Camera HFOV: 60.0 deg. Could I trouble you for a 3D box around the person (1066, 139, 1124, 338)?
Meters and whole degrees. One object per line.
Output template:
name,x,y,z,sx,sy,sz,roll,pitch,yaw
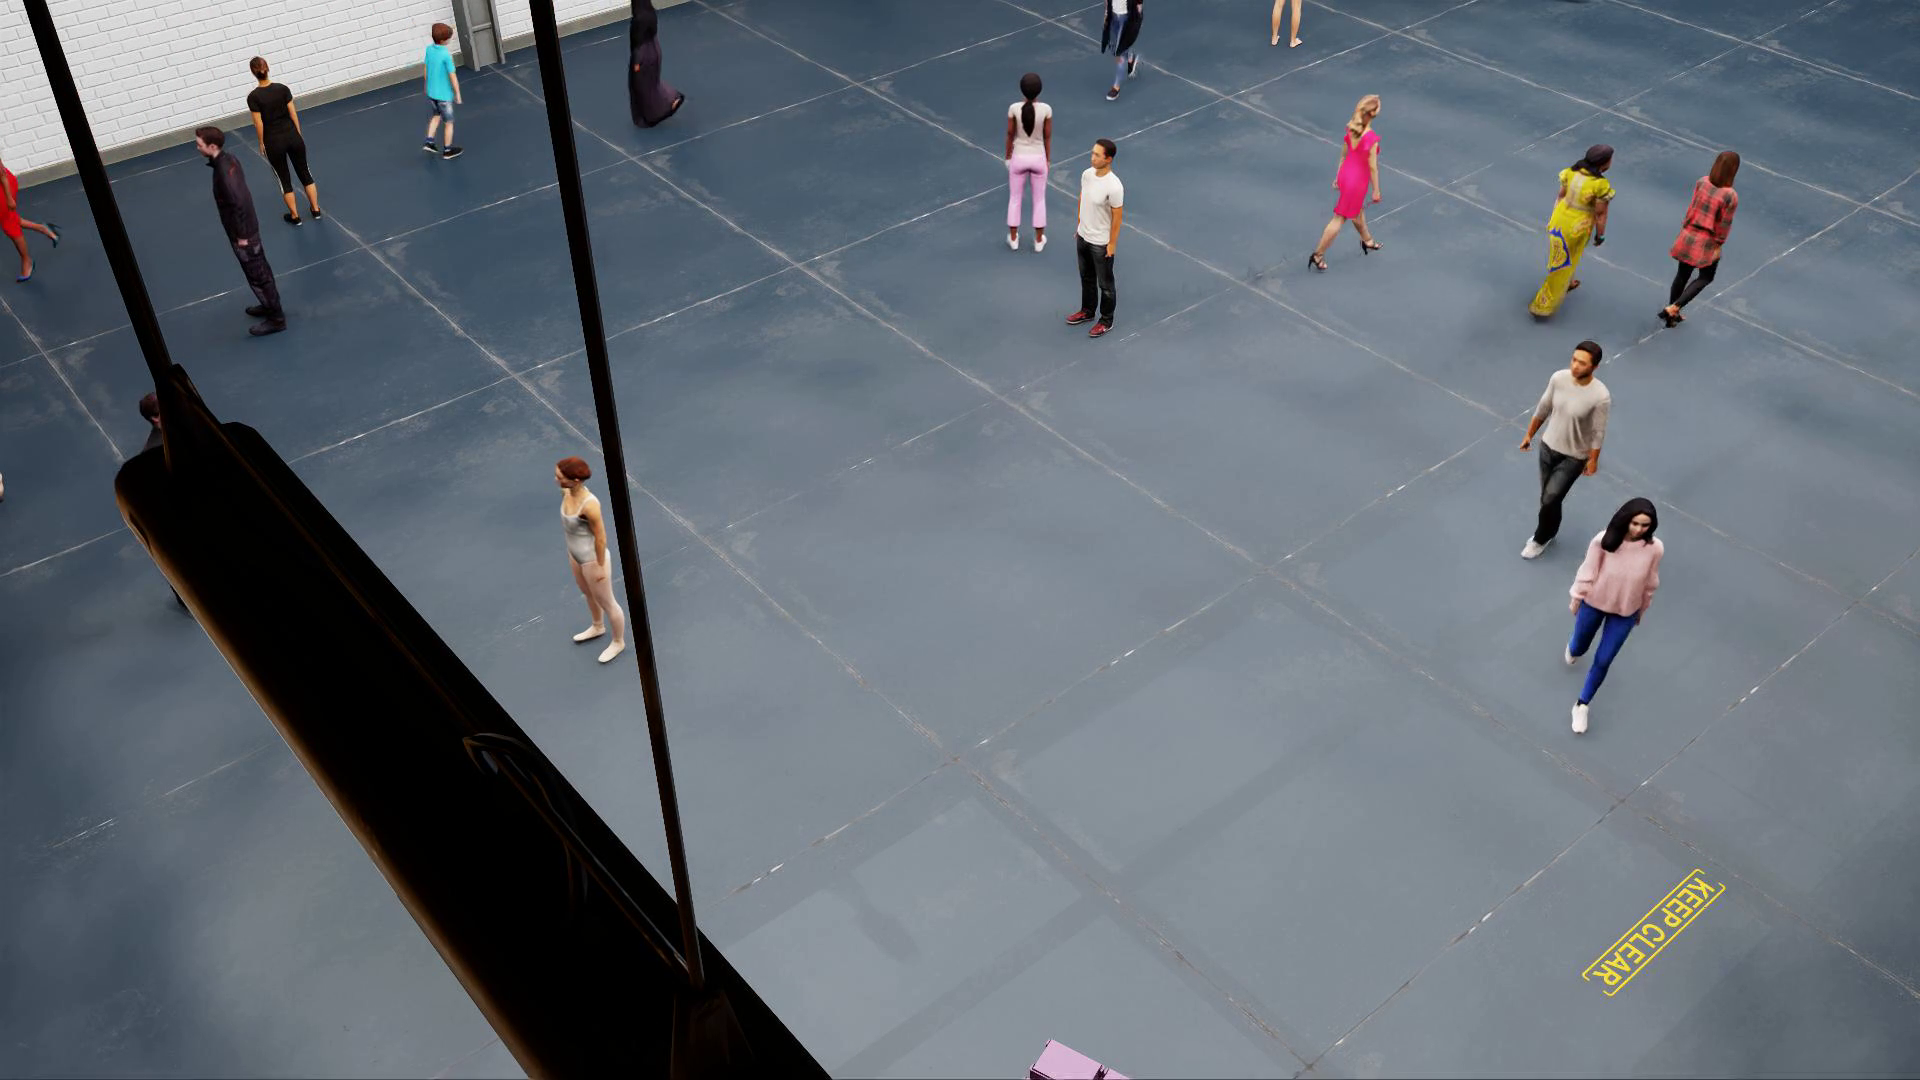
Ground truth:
person,1.209,-2.645,14.463,0.521,1.804,0.630,-27,46,-29

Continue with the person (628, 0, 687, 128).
person,-3.293,-5.199,17.819,0.943,1.607,0.866,2,39,2

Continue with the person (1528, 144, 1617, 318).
person,5.344,-2.690,14.665,1.078,1.624,0.888,-23,44,-26

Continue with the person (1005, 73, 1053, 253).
person,0.649,-3.553,15.653,0.666,1.739,0.725,3,39,4

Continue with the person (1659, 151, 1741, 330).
person,6.369,-2.566,14.453,0.760,1.694,0.676,-20,43,-24

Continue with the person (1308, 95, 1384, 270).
person,3.543,-3.251,15.319,1.125,1.684,0.849,-11,40,-14

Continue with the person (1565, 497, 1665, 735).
person,4.167,0.390,10.702,0.972,1.755,1.114,11,40,14

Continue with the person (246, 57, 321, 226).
person,-6.561,-3.864,16.098,0.454,1.669,0.642,-25,45,-28

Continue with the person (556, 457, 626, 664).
person,-2.481,0.098,11.158,0.477,1.643,0.548,-29,47,-31

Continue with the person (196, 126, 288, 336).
person,-6.250,-2.707,14.455,0.700,1.911,0.757,-13,40,-16

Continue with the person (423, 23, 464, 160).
person,-5.424,-4.652,17.283,0.671,1.422,0.779,15,41,18

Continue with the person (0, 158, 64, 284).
person,-8.730,-3.230,15.256,0.715,1.729,0.898,23,44,26

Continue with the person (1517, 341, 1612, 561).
person,4.433,-0.687,12.018,0.686,1.797,0.707,-23,44,-26

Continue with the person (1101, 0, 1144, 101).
person,1.843,-5.788,18.508,0.797,1.668,1.038,21,43,24

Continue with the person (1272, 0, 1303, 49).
person,3.911,-6.689,19.584,0.656,1.733,0.641,15,41,18
